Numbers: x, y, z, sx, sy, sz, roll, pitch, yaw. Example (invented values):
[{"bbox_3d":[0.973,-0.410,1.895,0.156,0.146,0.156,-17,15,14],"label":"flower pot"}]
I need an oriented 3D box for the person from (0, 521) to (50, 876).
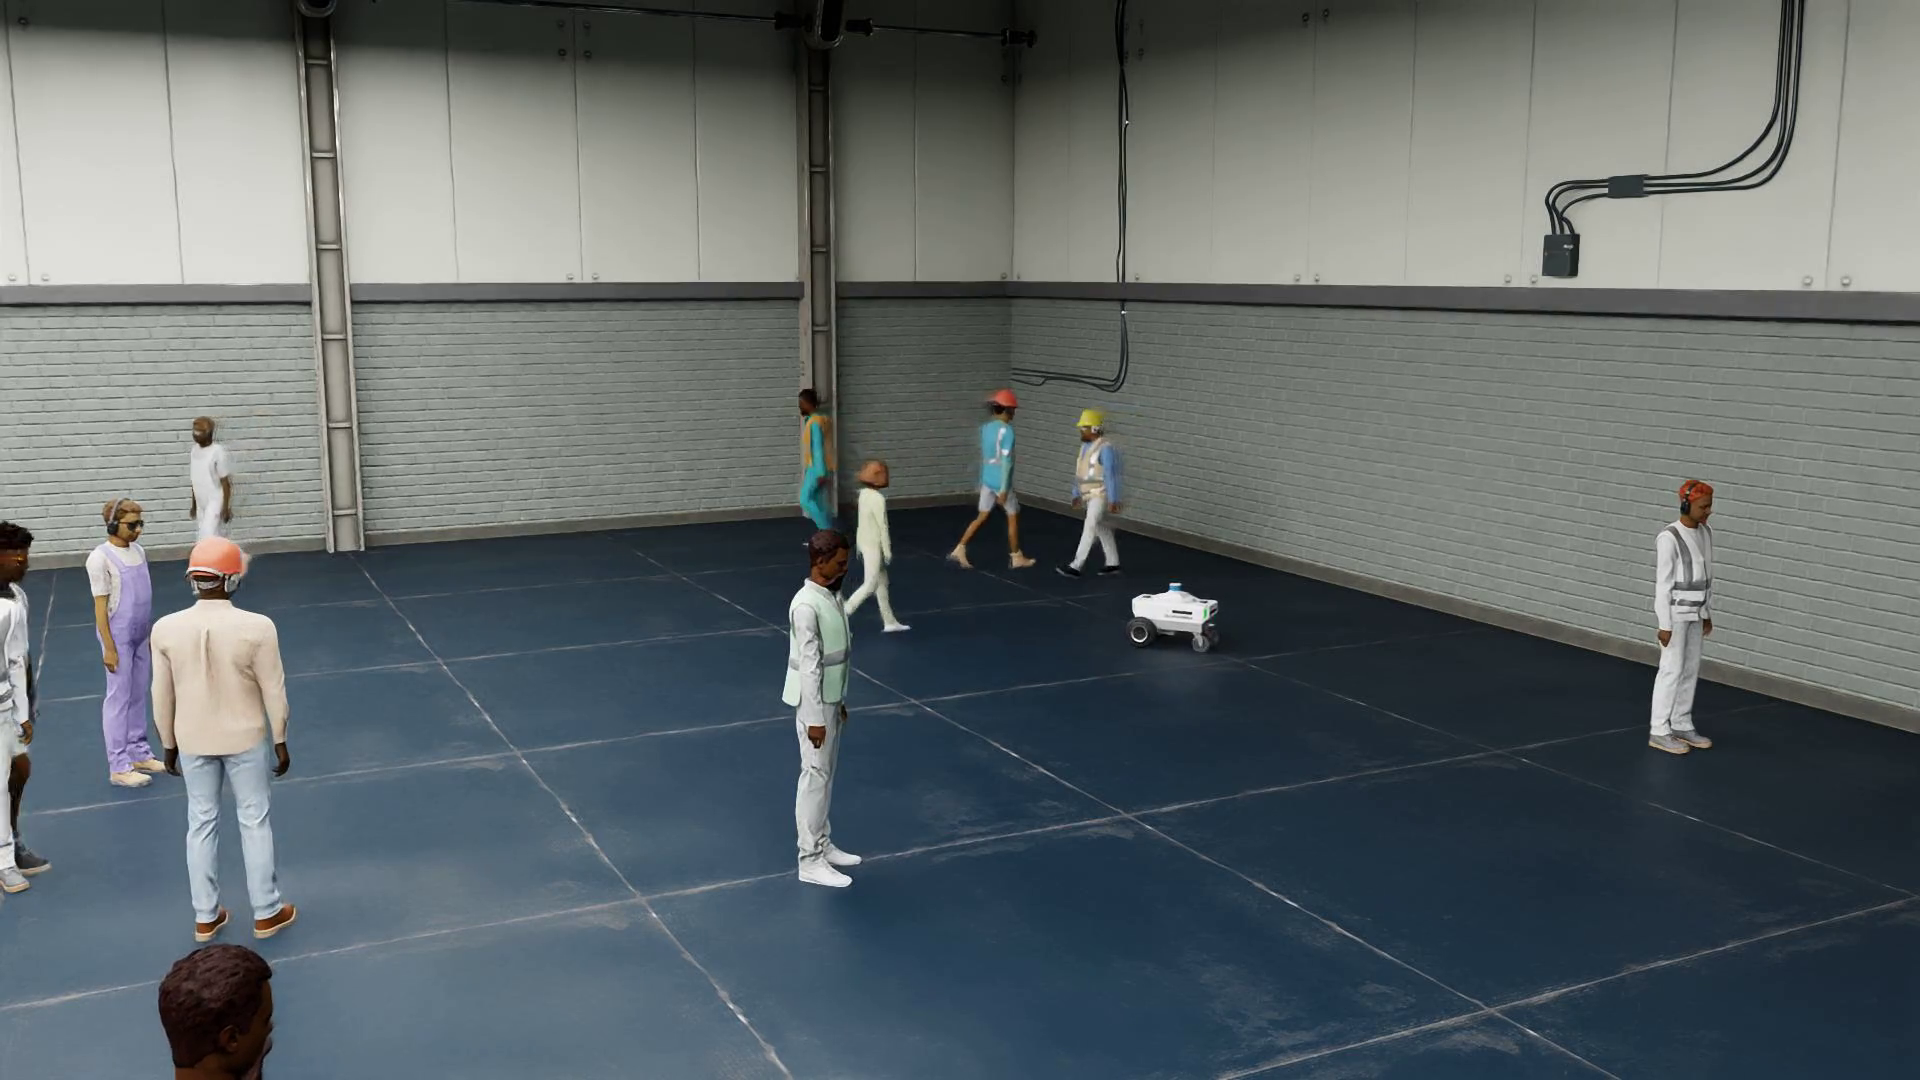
[{"bbox_3d":[-5.160,0.861,9.017,0.598,1.937,0.633,-1,9,-4],"label":"person"}]

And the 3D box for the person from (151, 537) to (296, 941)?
[{"bbox_3d":[-3.607,0.974,8.170,0.623,1.992,0.396,-1,9,-5],"label":"person"}]

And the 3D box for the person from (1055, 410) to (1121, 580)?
[{"bbox_3d":[1.372,-0.476,17.690,0.877,1.799,0.625,-3,10,-19],"label":"person"}]

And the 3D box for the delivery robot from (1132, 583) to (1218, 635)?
[{"bbox_3d":[1.875,0.619,14.492,0.707,0.478,0.477,4,10,26],"label":"delivery robot"}]

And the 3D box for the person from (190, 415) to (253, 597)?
[{"bbox_3d":[-7.573,-0.368,16.945,0.518,1.831,0.677,6,11,33],"label":"person"}]

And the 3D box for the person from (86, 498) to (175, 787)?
[{"bbox_3d":[-5.328,0.646,10.657,0.345,1.845,0.508,1,9,4],"label":"person"}]

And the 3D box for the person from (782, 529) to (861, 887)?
[{"bbox_3d":[-0.748,0.885,8.964,0.393,1.915,0.591,1,9,6],"label":"person"}]

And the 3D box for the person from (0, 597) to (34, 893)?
[{"bbox_3d":[-5.158,0.949,8.664,0.337,1.881,0.583,9,13,42],"label":"person"}]

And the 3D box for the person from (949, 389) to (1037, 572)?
[{"bbox_3d":[0.357,-0.642,18.126,1.010,2.007,0.620,-5,11,-29],"label":"person"}]

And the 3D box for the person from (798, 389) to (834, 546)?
[{"bbox_3d":[-1.718,-0.842,19.662,0.453,1.898,0.595,-1,9,-3],"label":"person"}]

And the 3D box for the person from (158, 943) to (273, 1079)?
[{"bbox_3d":[-1.530,1.780,3.455,0.590,1.913,0.398,2,9,13],"label":"person"}]

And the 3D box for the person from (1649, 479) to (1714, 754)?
[{"bbox_3d":[4.938,0.519,11.345,0.586,1.879,0.374,-7,12,-38],"label":"person"}]

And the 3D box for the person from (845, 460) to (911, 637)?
[{"bbox_3d":[-0.819,0.074,14.914,0.733,1.605,0.508,-3,10,-19],"label":"person"}]
